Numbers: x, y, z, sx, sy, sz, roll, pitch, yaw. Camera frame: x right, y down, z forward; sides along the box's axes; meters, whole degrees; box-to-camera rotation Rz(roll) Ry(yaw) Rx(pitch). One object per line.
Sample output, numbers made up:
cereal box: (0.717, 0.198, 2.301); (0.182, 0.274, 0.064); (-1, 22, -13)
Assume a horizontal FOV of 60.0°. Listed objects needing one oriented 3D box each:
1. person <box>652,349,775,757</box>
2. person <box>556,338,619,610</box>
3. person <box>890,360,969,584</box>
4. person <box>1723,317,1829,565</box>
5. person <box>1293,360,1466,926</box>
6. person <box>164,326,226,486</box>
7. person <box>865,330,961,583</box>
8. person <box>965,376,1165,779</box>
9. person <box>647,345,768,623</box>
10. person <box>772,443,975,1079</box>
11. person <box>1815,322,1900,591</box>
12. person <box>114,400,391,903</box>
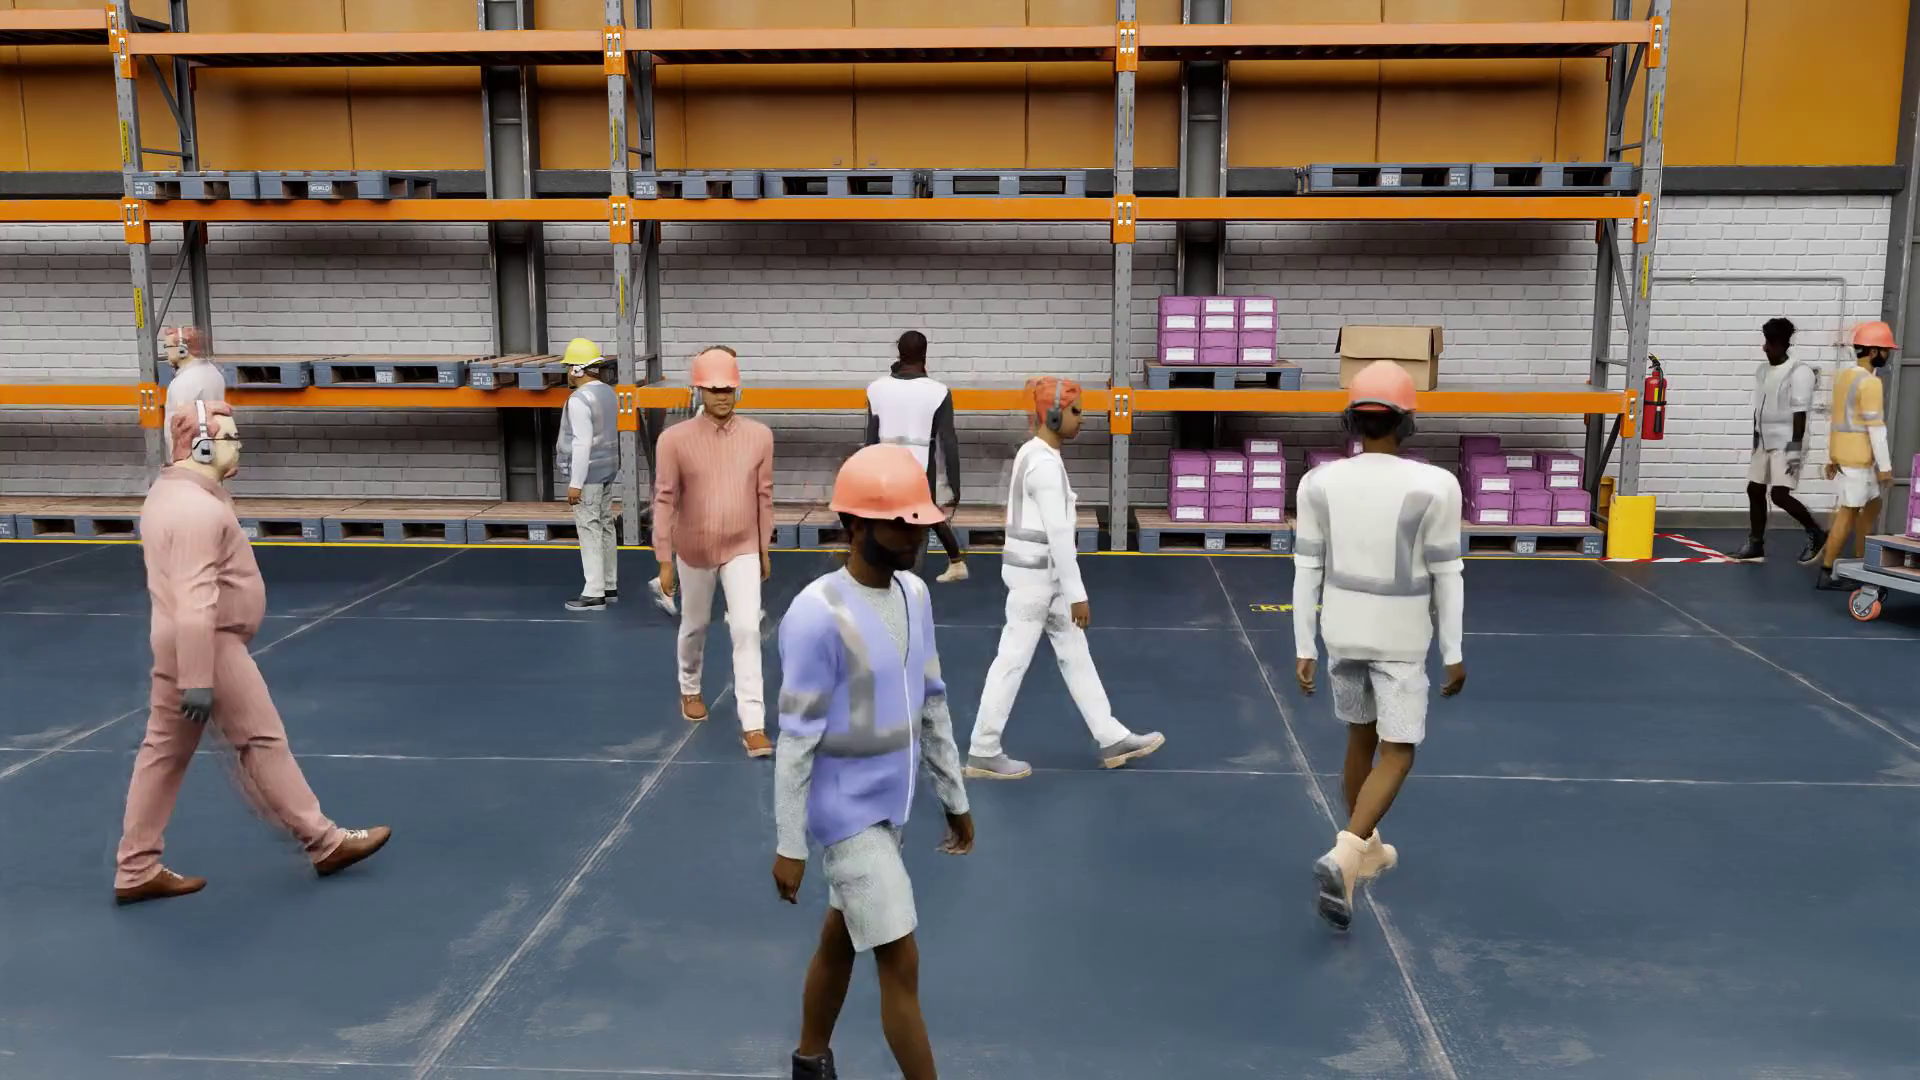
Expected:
person: (-1.222, 0.025, 8.208); (0.638, 1.945, 1.032); (-4, 10, -22)
person: (-2.514, -0.442, 11.236); (0.404, 1.830, 0.602); (2, 10, 9)
person: (-0.348, -0.473, 11.963); (0.911, 1.647, 0.529); (0, 10, -2)
person: (6.302, -0.736, 12.690); (0.615, 1.930, 0.679); (-1, 10, -7)
person: (1.472, 0.362, 6.012); (0.615, 2.018, 0.882); (7, 12, 37)
person: (-5.475, -0.575, 11.840); (0.601, 1.885, 0.670); (-1, 10, -7)
person: (-0.286, -0.417, 10.901); (0.631, 1.891, 0.589); (4, 11, 23)
person: (0.469, 0.193, 7.493); (0.980, 1.836, 0.591); (1, 10, 4)
person: (-1.626, -0.341, 10.678); (0.684, 1.825, 0.526); (-5, 11, -26)
person: (-0.123, 0.707, 4.294); (0.902, 1.900, 0.574); (5, 11, 27)
person: (6.441, -0.574, 11.744); (0.690, 1.913, 0.554); (2, 10, 10)
person: (-2.720, 0.405, 6.195); (0.980, 1.851, 0.674); (-7, 12, -34)
